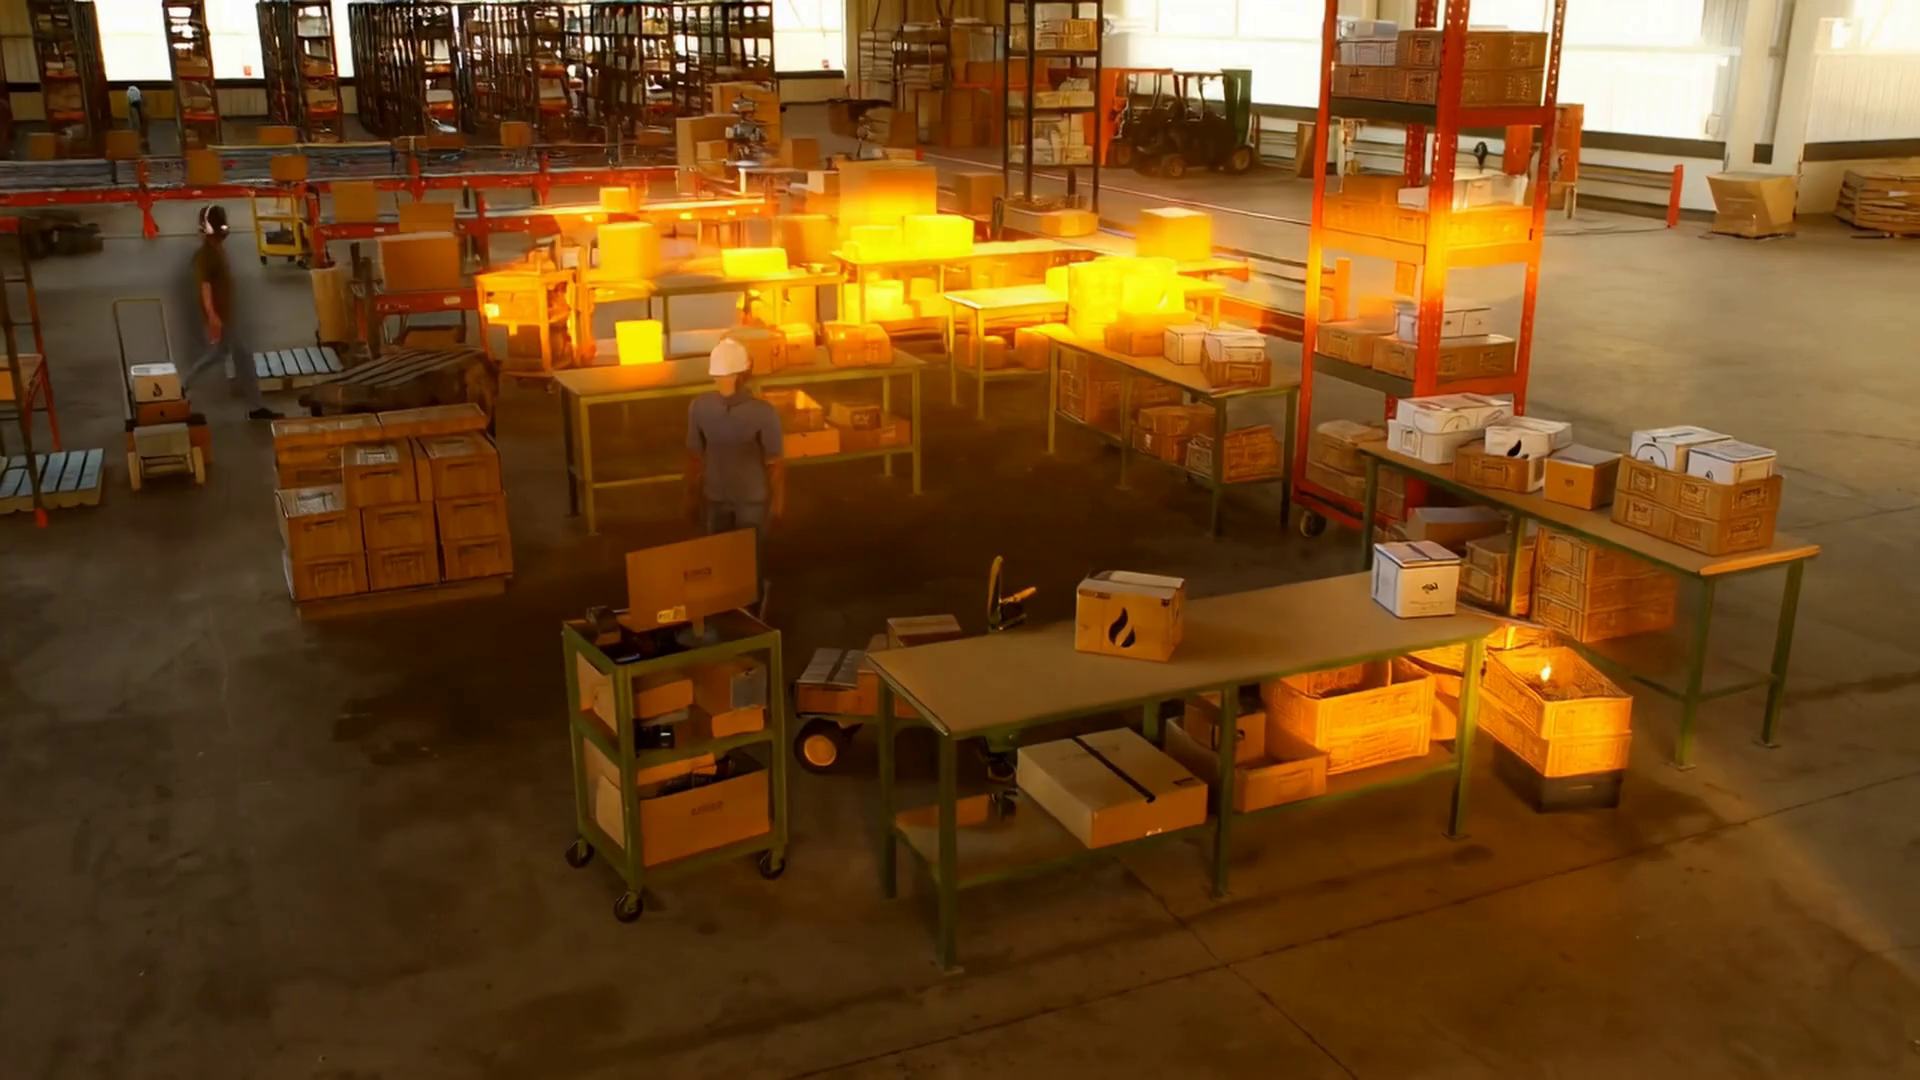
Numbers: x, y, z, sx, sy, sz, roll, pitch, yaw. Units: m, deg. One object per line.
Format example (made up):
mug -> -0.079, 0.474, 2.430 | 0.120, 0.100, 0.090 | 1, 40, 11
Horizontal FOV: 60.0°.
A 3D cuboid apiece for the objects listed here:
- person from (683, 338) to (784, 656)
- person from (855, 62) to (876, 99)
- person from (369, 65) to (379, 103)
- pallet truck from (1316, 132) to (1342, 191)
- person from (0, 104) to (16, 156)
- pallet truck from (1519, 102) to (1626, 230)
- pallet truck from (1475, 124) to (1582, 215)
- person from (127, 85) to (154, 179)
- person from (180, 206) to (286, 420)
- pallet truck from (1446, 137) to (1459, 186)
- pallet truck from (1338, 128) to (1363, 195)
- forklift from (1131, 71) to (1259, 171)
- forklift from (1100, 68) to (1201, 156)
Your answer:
person -> -1.182, -0.256, 8.993 | 0.523, 1.740, 0.724 | 6, 19, 18
person -> -2.870, -13.449, 50.239 | 0.632, 1.939, 1.016 | -1, 18, -5
person -> -18.562, -14.210, 52.819 | 0.425, 1.819, 0.627 | -12, 21, -33
pallet truck -> 7.723, -7.504, 32.656 | 1.601, 1.201, 0.680 | -8, 19, -23
person -> -23.298, -10.114, 39.958 | 0.972, 1.791, 0.598 | -17, 24, -42
pallet truck -> 9.972, -6.037, 26.785 | 1.885, 1.965, 0.823 | -9, 20, -25
pallet truck -> 9.707, -6.455, 28.103 | 1.885, 1.965, 0.823 | -7, 19, -20
person -> -17.088, -8.476, 34.618 | 0.399, 1.908, 0.643 | -7, 19, -22
person -> -6.264, -1.870, 13.928 | 0.876, 1.842, 0.528 | -3, 18, -8
pallet truck -> 9.184, -6.485, 29.328 | 1.630, 1.274, 0.653 | -8, 19, -23
pallet truck -> 7.845, -7.140, 31.411 | 1.522, 1.261, 0.704 | -9, 20, -25
forklift -> 4.998, -8.936, 35.413 | 2.680, 1.987, 1.157 | -9, 20, -25
forklift -> 4.082, -9.564, 37.410 | 2.680, 1.987, 1.157 | -8, 19, -23
